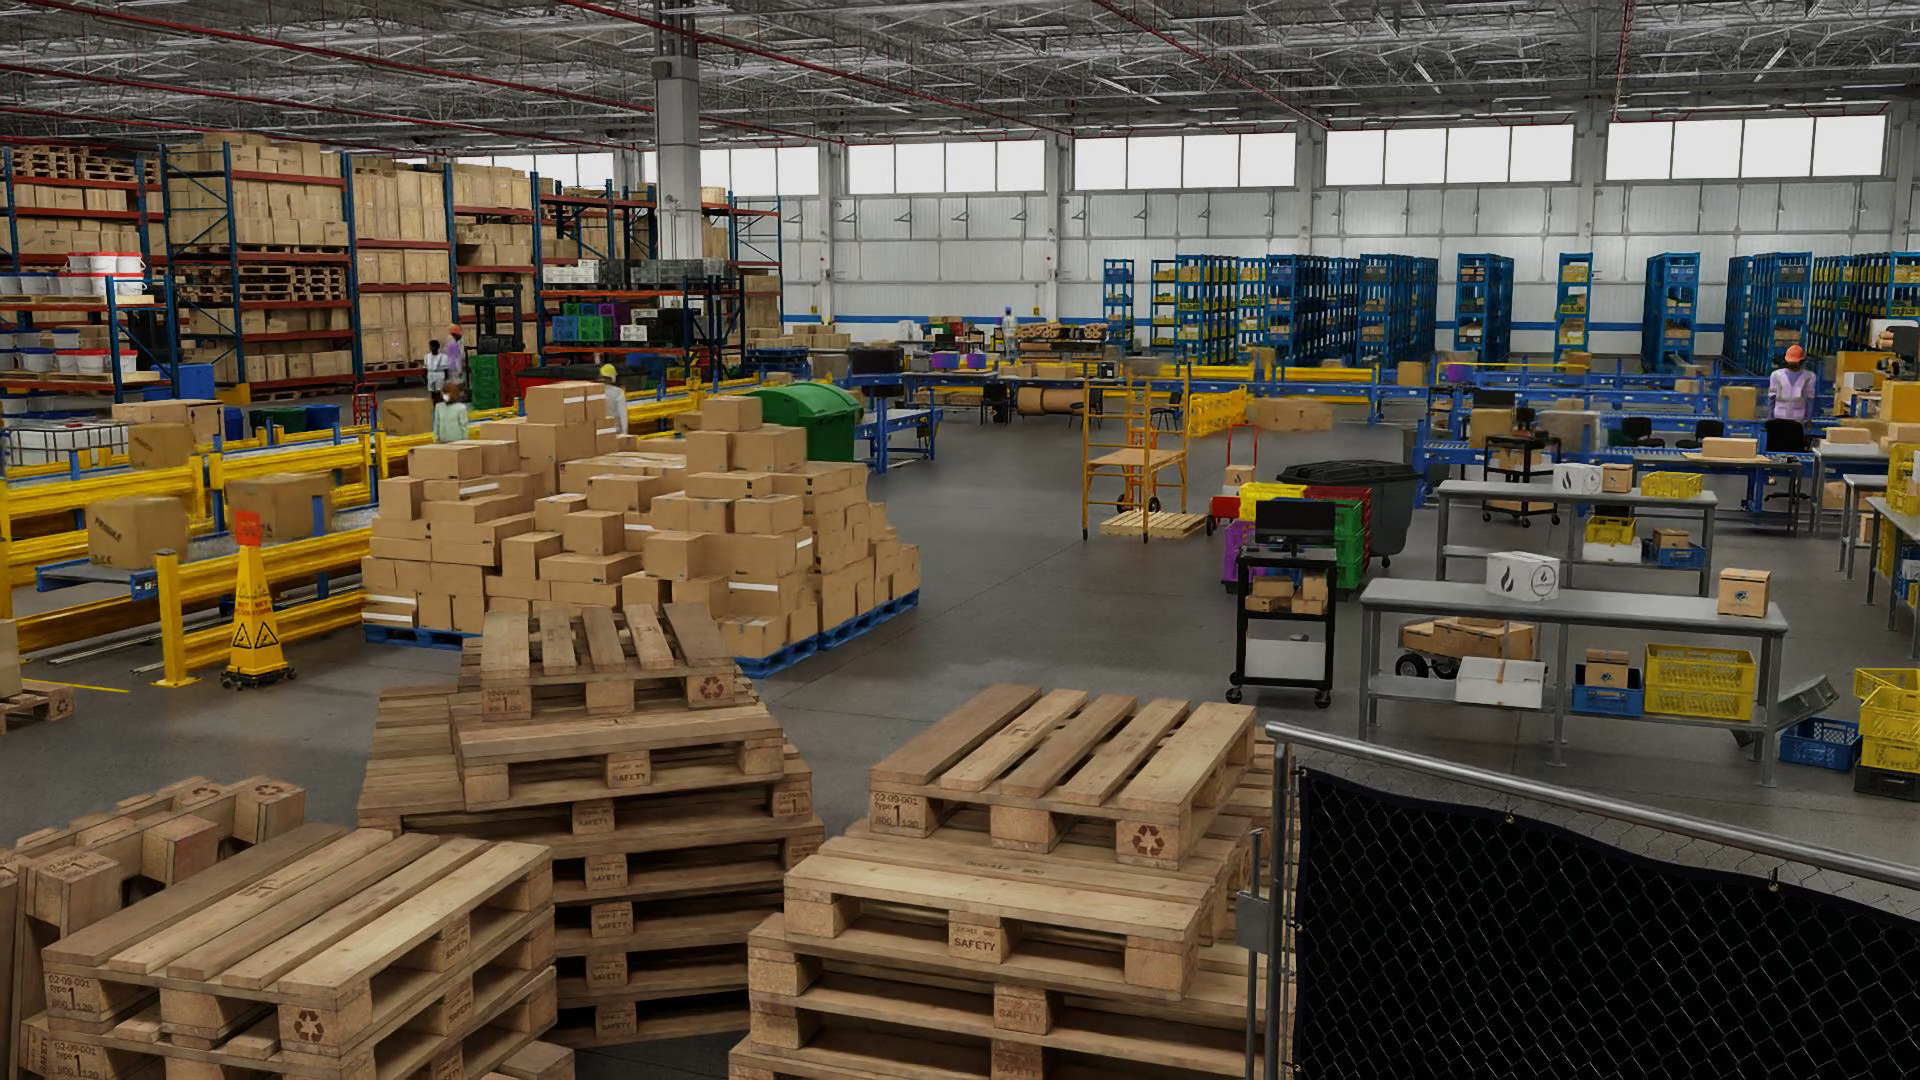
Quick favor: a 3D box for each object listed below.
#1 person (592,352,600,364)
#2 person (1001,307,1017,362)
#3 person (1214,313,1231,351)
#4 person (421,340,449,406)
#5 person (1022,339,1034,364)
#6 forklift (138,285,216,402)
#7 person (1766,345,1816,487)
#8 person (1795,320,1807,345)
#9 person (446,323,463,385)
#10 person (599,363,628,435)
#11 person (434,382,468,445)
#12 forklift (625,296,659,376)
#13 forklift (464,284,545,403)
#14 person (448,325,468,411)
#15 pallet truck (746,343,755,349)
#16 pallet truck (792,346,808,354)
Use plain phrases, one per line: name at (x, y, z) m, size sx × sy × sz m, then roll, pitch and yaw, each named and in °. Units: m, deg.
person at (-11.188, -6.057, 51.077) m, size 0.617 × 1.946 × 0.993 m, roll 2°, pitch 9°, yaw 15°
person at (1.720, -7.205, 58.302) m, size 0.613 × 1.925 × 0.471 m, roll -7°, pitch 12°, yaw -39°
person at (8.759, -6.722, 55.705) m, size 0.617 × 1.784 × 0.901 m, roll 1°, pitch 9°, yaw 6°
person at (-11.077, -3.378, 35.074) m, size 0.544 × 1.681 × 0.523 m, roll 2°, pitch 9°, yaw 14°
person at (1.568, -3.930, 38.293) m, size 0.395 × 1.758 × 0.539 m, roll 1°, pitch 9°, yaw 8°
forklift at (-17.480, -4.200, 36.461) m, size 1.873 × 2.768 × 1.129 m, roll 3°, pitch 10°, yaw 19°
person at (11.924, -1.776, 23.892) m, size 0.605 × 2.033 × 0.392 m, roll 4°, pitch 10°, yaw 26°
person at (24.348, -5.561, 48.246) m, size 0.390 × 1.846 × 0.565 m, roll 3°, pitch 10°, yaw 20°
person at (-13.457, -4.881, 44.260) m, size 0.350 × 1.756 × 0.518 m, roll 7°, pitch 11°, yaw 36°
person at (-4.928, -1.550, 23.173) m, size 0.604 × 1.814 × 0.759 m, roll 4°, pitch 10°, yaw 25°
person at (-6.765, -1.295, 22.136) m, size 0.527 × 1.618 × 0.395 m, roll 3°, pitch 10°, yaw 21°
forklift at (-8.652, -6.031, 47.961) m, size 1.873 × 2.768 × 1.129 m, roll 3°, pitch 10°, yaw 20°
forklift at (-10.832, -4.702, 39.610) m, size 1.129 × 2.768 × 1.873 m, roll 3°, pitch 10°, yaw 20°
person at (-11.124, -3.785, 36.845) m, size 0.399 × 1.924 × 0.583 m, roll -3°, pitch 10°, yaw -19°
pallet truck at (-6.183, -4.618, 44.264) m, size 1.601 × 1.201 × 0.680 m, roll -9°, pitch 12°, yaw -43°
pallet truck at (-3.705, -4.298, 42.022) m, size 0.653 × 1.274 × 1.630 m, roll 3°, pitch 10°, yaw 20°
